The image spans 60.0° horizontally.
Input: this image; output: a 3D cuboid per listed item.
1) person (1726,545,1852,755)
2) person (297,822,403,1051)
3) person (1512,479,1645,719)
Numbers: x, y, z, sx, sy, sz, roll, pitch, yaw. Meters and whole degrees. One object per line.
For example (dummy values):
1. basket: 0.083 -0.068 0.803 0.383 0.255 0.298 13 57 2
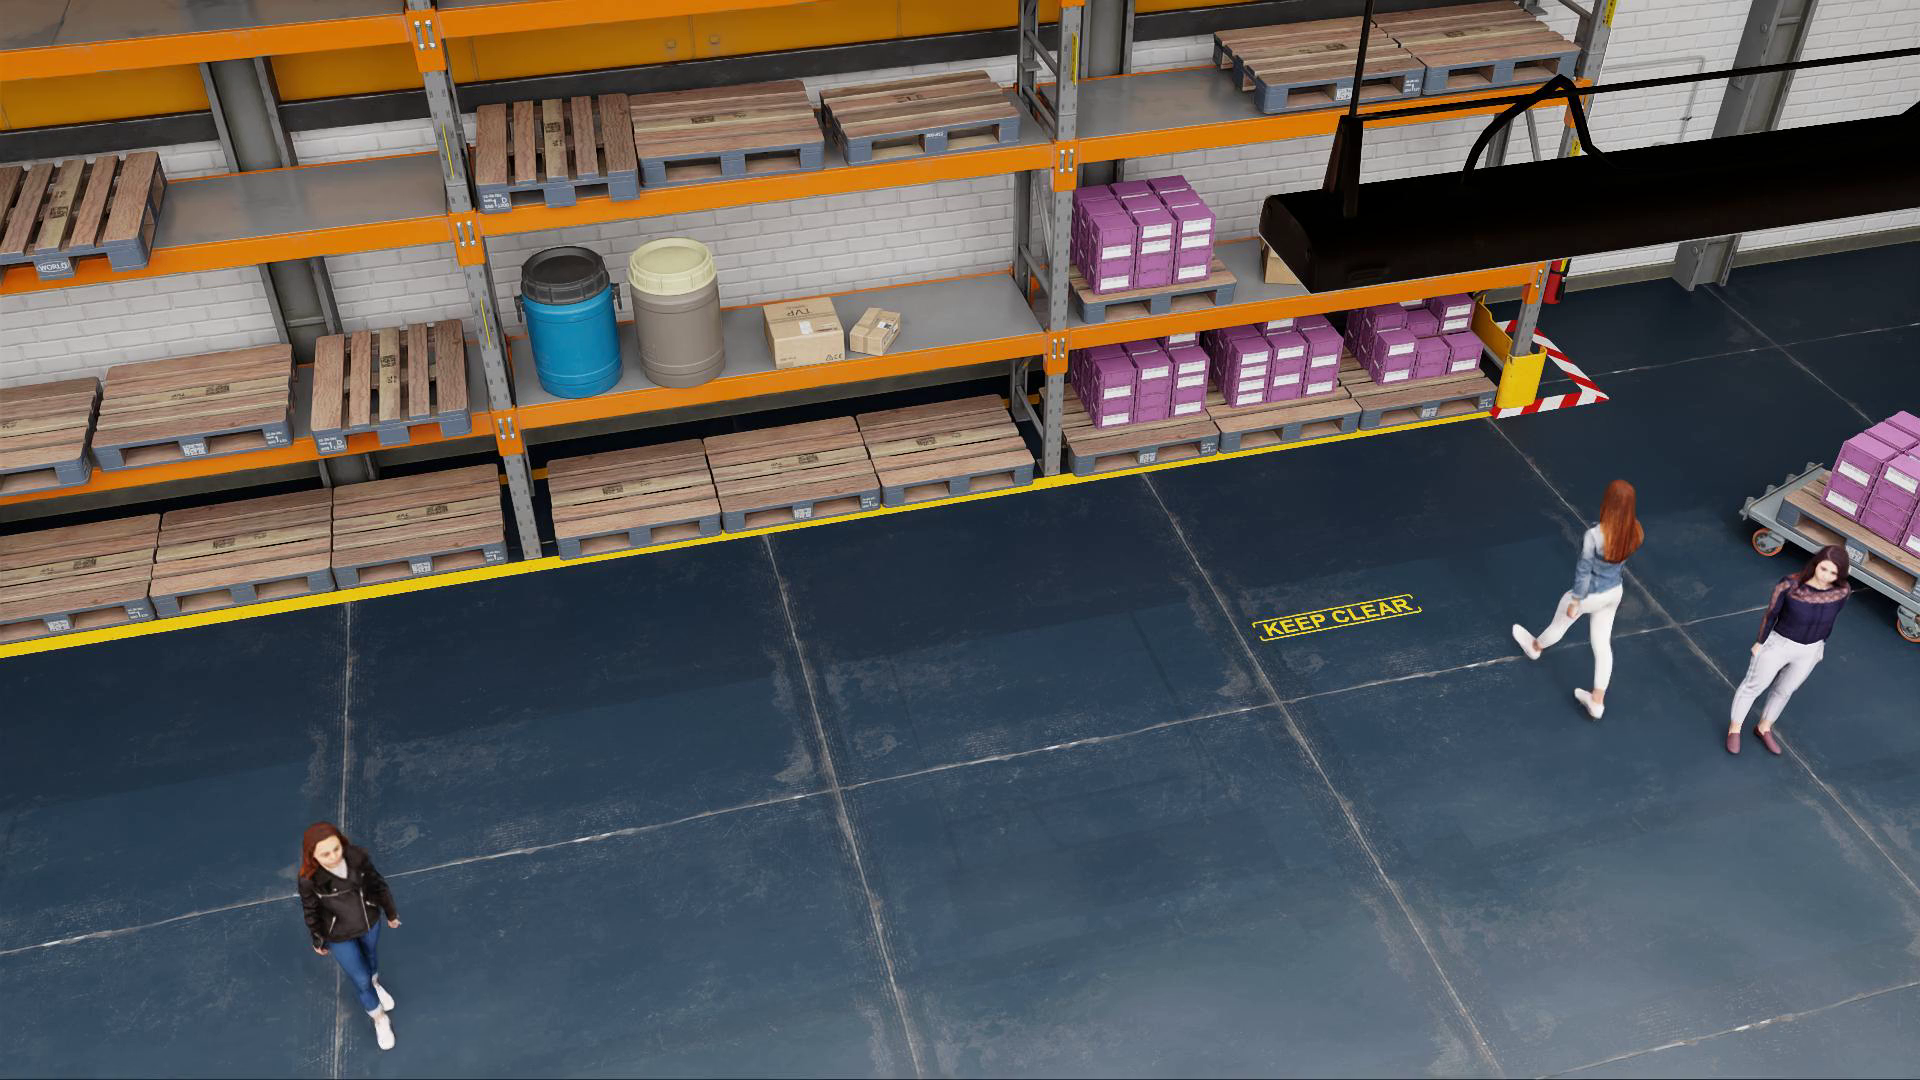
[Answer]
1. person: 5.127 0.681 10.266 0.569 1.607 0.717 2 39 2
2. person: -3.242 1.972 8.757 0.820 1.472 0.778 31 48 33
3. person: 4.089 0.413 10.564 1.062 1.654 0.757 -13 40 -16
